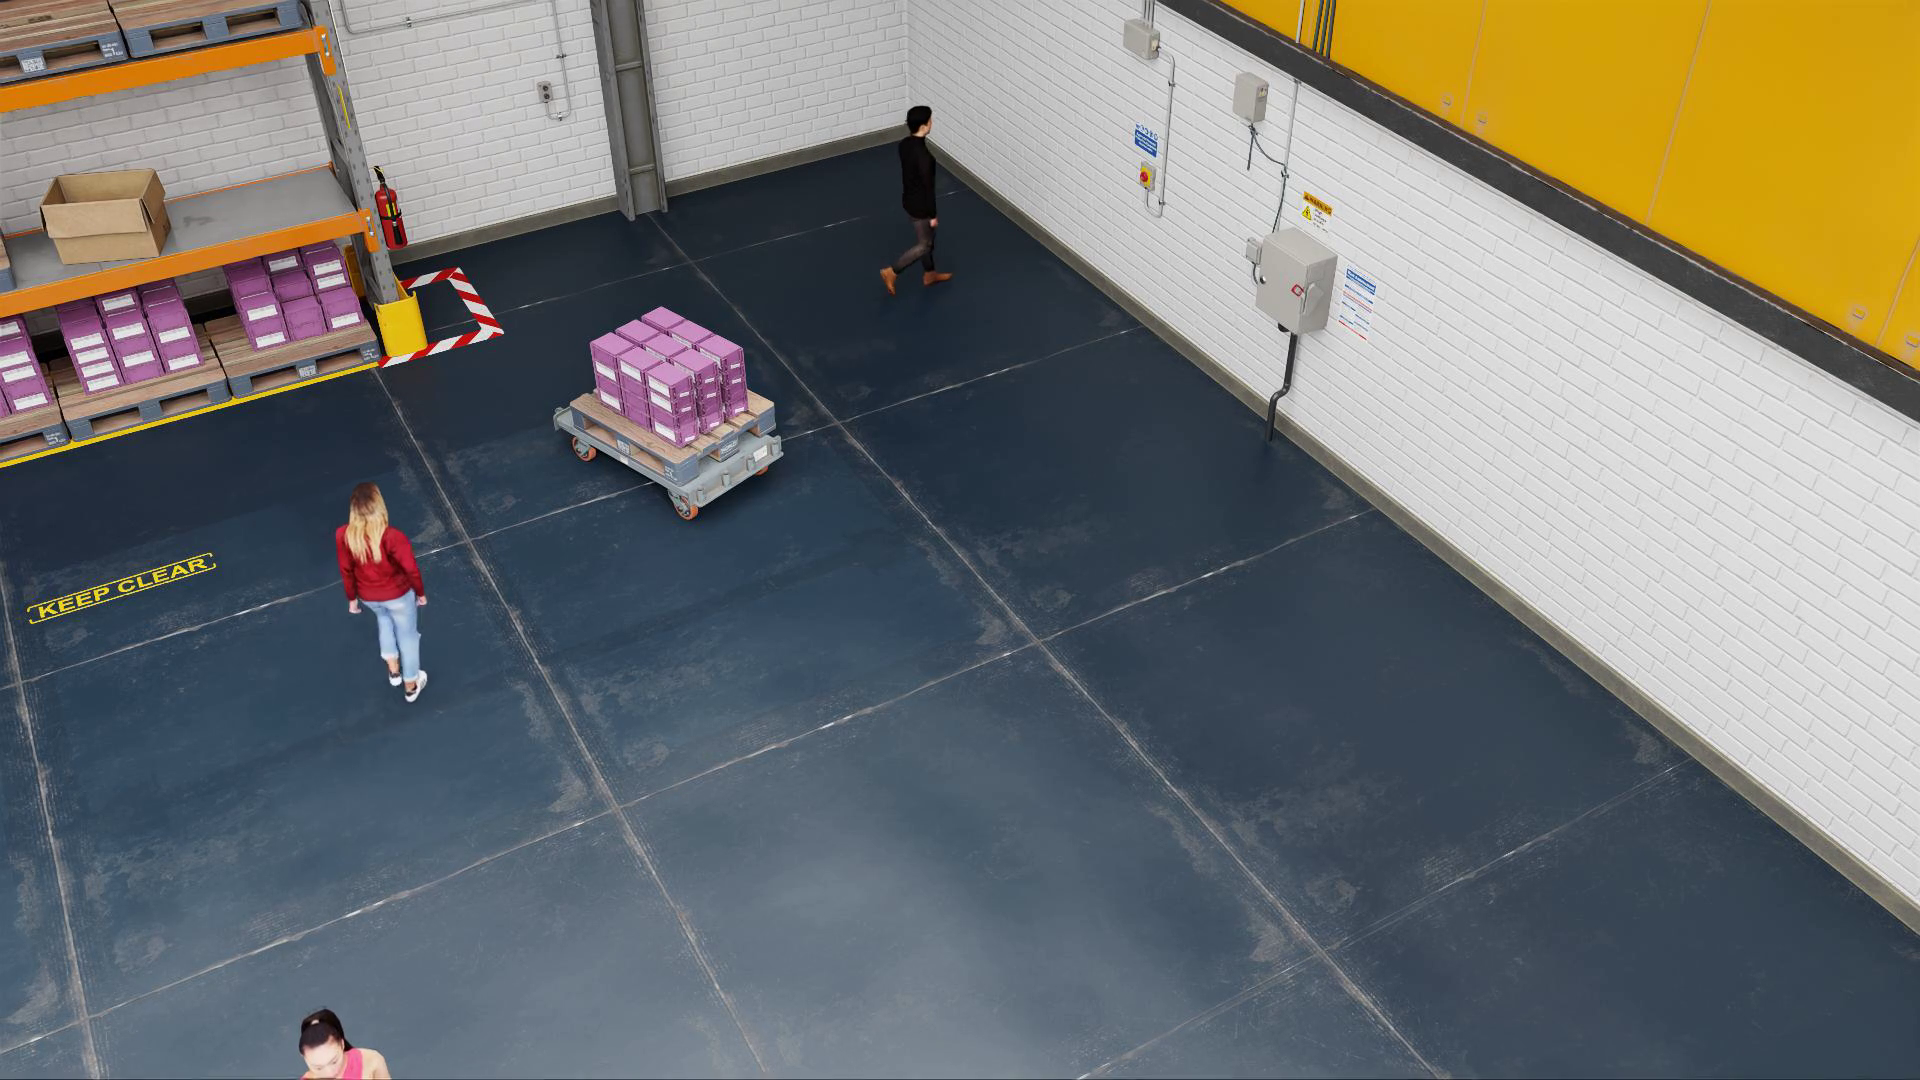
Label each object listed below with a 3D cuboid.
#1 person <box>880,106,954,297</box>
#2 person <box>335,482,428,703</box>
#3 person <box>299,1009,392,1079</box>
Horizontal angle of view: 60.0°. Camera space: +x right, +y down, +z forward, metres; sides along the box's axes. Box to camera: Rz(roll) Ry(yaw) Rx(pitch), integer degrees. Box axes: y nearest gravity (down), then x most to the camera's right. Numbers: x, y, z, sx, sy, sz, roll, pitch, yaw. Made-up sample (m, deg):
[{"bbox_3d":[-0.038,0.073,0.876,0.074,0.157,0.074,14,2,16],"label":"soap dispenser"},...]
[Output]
[{"bbox_3d":[-0.393,-2.894,14.336,0.982,1.709,0.729,-15,41,-18],"label":"person"},{"bbox_3d":[-3.577,0.384,10.302,0.705,1.619,0.793,1,39,2],"label":"person"},{"bbox_3d":[-2.648,2.672,7.352,0.528,1.726,0.688,-24,45,-27],"label":"person"}]
